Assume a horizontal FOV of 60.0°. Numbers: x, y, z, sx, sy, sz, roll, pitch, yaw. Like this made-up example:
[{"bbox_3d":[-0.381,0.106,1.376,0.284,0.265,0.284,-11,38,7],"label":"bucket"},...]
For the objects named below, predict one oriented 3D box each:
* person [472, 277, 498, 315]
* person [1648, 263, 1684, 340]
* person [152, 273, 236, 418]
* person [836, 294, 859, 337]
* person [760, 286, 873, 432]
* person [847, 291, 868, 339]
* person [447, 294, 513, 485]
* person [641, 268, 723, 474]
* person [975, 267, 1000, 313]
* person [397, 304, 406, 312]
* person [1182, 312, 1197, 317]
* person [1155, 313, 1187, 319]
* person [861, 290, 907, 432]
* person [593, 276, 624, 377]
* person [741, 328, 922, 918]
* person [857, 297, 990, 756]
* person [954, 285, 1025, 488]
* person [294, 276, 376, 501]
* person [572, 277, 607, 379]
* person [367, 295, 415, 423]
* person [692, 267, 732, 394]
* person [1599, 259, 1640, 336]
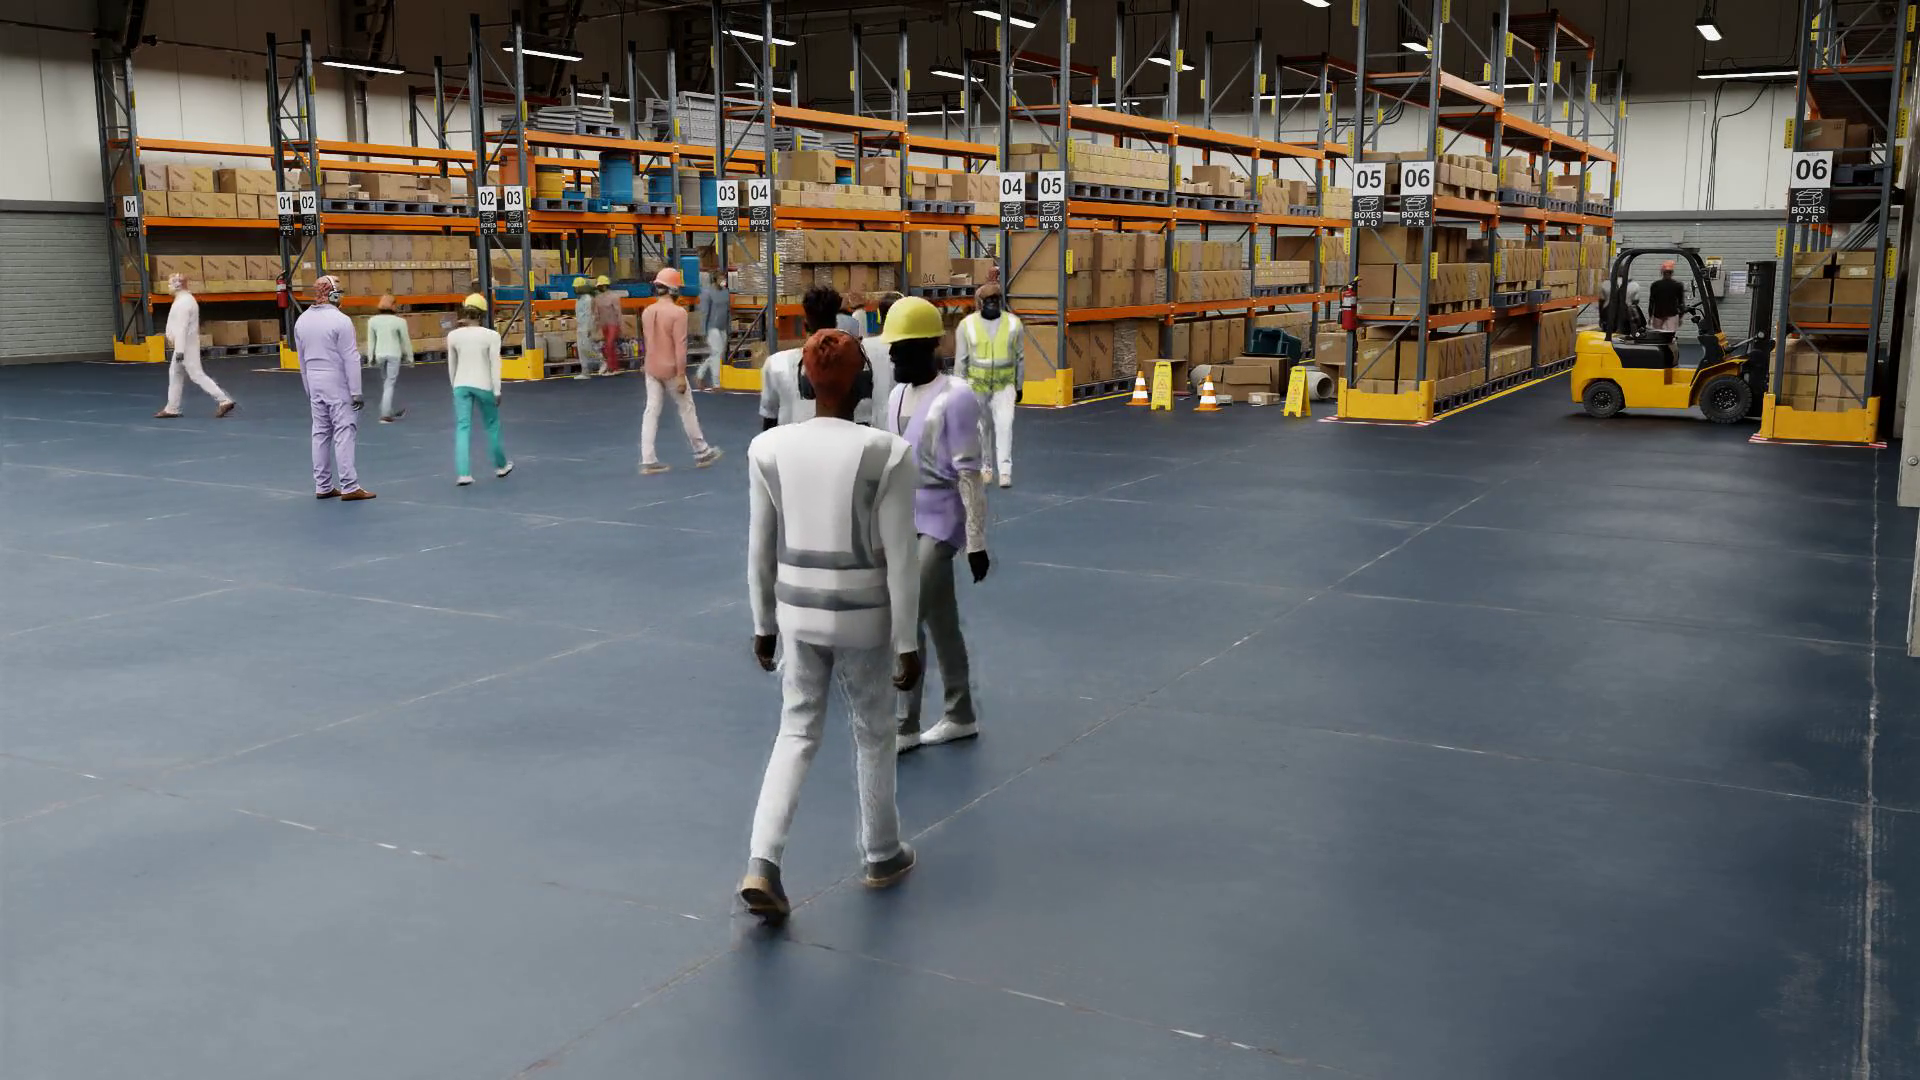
[{"bbox_3d":[-10.708,-5.228,37.283,0.592,1.895,0.692,4,10,22],"label":"person"},{"bbox_3d":[13.282,-4.219,31.302,0.648,1.938,0.852,3,10,15],"label":"person"},{"bbox_3d":[-9.859,-2.485,21.321,0.969,1.870,0.653,-3,10,-19],"label":"person"},{"bbox_3d":[-1.514,-2.311,21.069,0.510,1.585,0.821,1,10,4],"label":"person"},{"bbox_3d":[-0.778,-0.417,9.079,0.613,1.900,1.029,0,10,-2],"label":"person"},{"bbox_3d":[-1.448,-2.566,22.572,0.835,1.588,0.535,2,10,13],"label":"person"},{"bbox_3d":[-4.437,-1.389,15.309,0.536,1.719,0.889,0,10,3],"label":"person"},{"bbox_3d":[-2.740,-1.632,16.049,0.652,1.946,0.981,7,12,35],"label":"person"},{"bbox_3d":[0.555,-3.299,25.945,0.638,1.910,0.407,6,11,31],"label":"person"},{"bbox_3d":[-12.360,-5.040,36.372,0.556,1.822,0.945,5,11,28],"label":"person"},{"bbox_3d":[4.867,-4.907,35.612,0.575,1.821,0.723,8,12,39],"label":"person"},{"bbox_3d":[4.443,-4.850,35.137,0.655,1.862,0.943,-1,10,-8],"label":"person"},{"bbox_3d":[-0.431,-0.692,10.841,0.552,1.852,0.405,5,11,26],"label":"person"},{"bbox_3d":[-6.082,-3.656,28.544,0.537,1.729,0.781,6,11,31],"label":"person"},{"bbox_3d":[-0.400,0.265,5.226,0.593,1.859,0.830,4,10,20],"label":"person"},{"bbox_3d":[-0.221,-0.044,6.879,0.767,1.899,0.621,-5,11,-29],"label":"person"},{"bbox_3d":[0.272,-1.365,14.906,0.648,1.804,0.874,0,10,-3],"label":"person"},{"bbox_3d":[-5.314,-1.283,14.146,0.643,1.909,0.410,5,11,26],"label":"person"},{"bbox_3d":[-6.292,-3.568,28.036,0.474,1.727,0.499,-7,12,-37],"label":"person"},{"bbox_3d":[-7.124,-2.275,20.868,0.525,1.579,0.866,1,10,7],"label":"person"},{"bbox_3d":[-3.785,-3.179,25.243,0.692,1.910,0.642,5,11,26],"label":"person"},{"bbox_3d":[11.713,-3.988,29.589,0.691,2.000,0.739,5,11,28],"label":"person"}]
